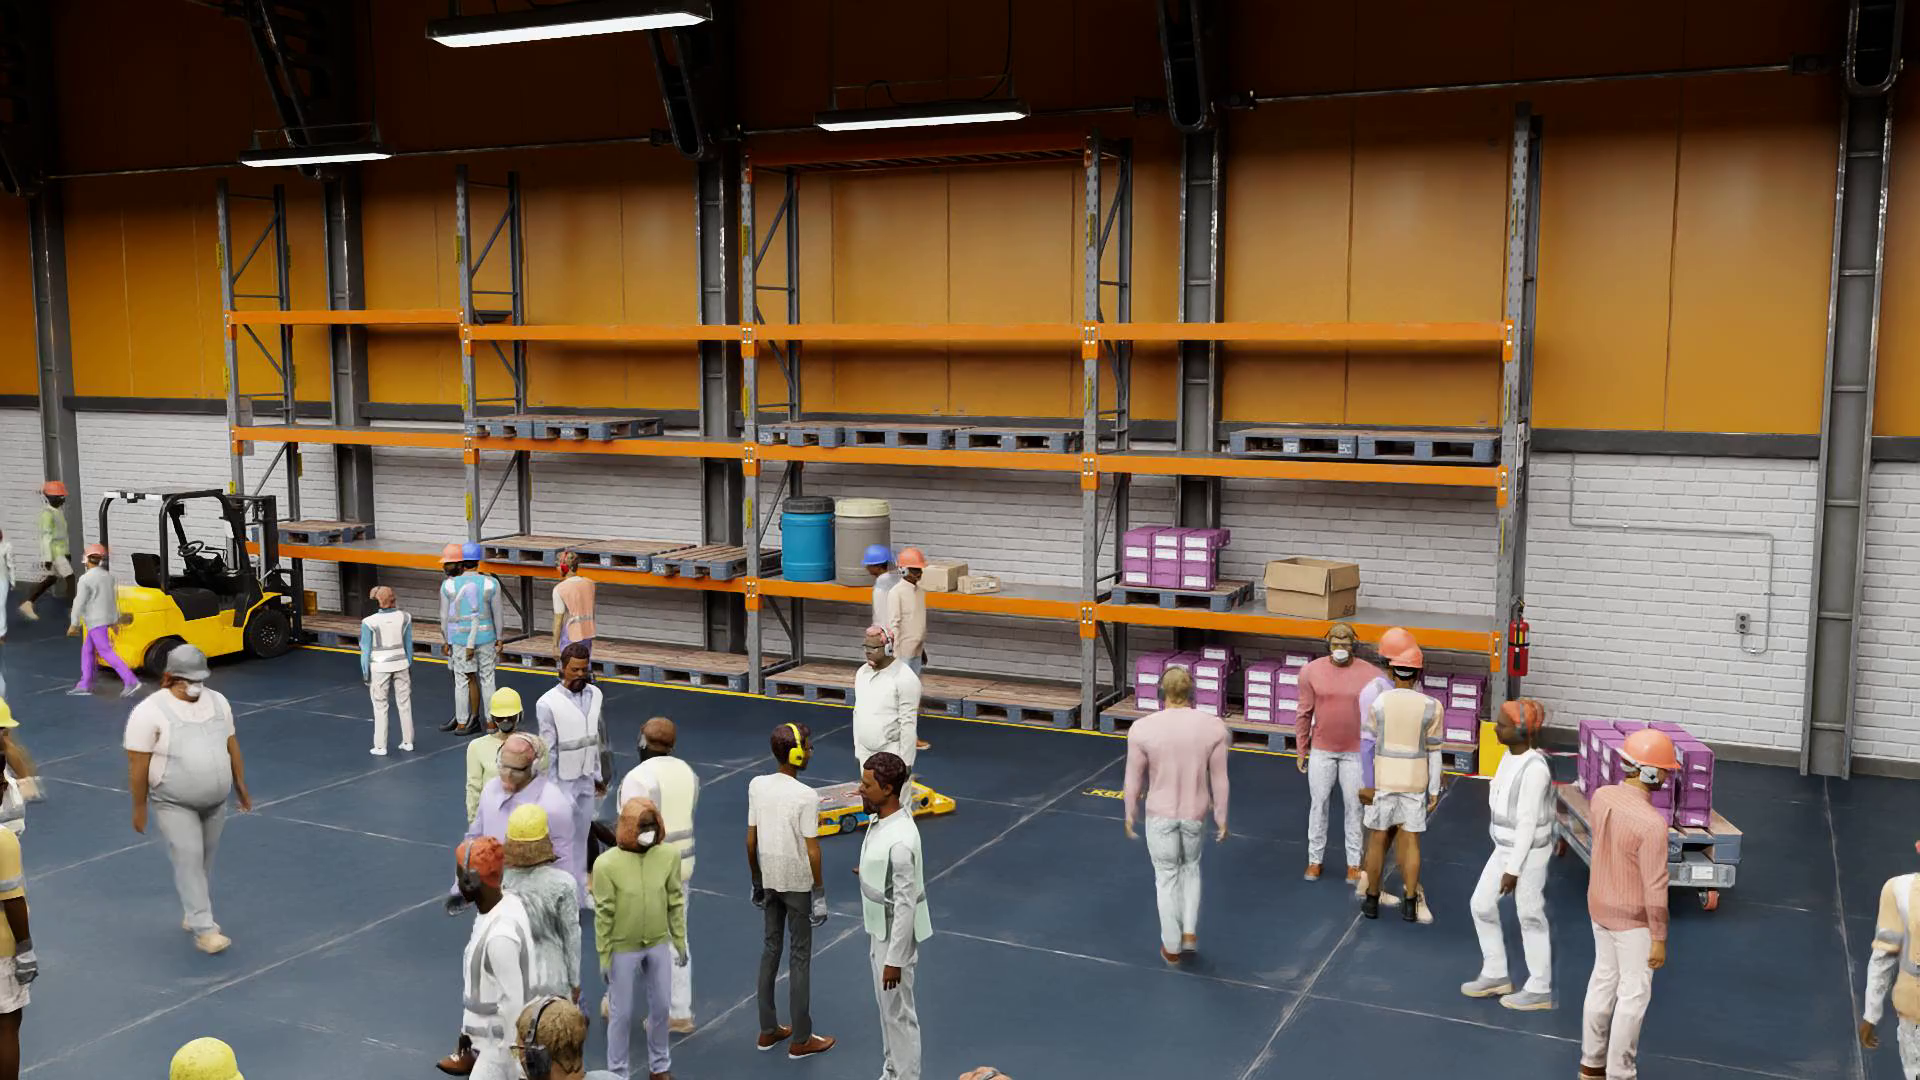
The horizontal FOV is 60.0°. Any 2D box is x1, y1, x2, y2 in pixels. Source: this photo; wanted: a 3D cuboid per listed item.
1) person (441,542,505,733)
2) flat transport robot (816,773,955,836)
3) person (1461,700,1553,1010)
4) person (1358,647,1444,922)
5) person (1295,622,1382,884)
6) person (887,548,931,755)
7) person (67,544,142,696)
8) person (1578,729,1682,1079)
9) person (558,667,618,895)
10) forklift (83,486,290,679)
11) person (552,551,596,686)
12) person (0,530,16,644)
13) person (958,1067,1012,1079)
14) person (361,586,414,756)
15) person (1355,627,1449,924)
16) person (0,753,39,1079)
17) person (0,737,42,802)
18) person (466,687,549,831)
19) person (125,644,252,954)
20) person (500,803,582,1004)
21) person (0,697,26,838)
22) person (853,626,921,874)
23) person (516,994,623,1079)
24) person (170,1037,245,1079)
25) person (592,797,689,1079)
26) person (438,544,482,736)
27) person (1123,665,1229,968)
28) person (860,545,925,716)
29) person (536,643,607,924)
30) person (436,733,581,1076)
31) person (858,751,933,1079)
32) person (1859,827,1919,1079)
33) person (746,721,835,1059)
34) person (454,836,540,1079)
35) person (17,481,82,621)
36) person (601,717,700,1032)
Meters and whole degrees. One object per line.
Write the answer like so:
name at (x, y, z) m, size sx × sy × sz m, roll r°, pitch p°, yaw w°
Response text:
person at (-4.900, 0.990, 16.754) m, size 0.612 × 1.947 × 0.388 m, roll -2°, pitch 7°, yaw -13°
flat transport robot at (-0.812, 2.182, 13.781) m, size 1.431 × 0.197 × 0.652 m, roll -5°, pitch 8°, yaw -34°
person at (3.245, 1.866, 9.829) m, size 0.642 × 1.862 × 0.572 m, roll 0°, pitch 7°, yaw -1°
person at (3.014, 1.653, 11.402) m, size 0.548 × 1.923 × 0.391 m, roll 1°, pitch 7°, yaw 10°
person at (2.780, 1.550, 12.201) m, size 0.638 × 1.933 × 0.364 m, roll 2°, pitch 7°, yaw 15°
person at (-0.485, 1.062, 15.968) m, size 0.394 × 1.994 × 0.612 m, roll 3°, pitch 8°, yaw 26°
person at (-9.554, 0.901, 18.530) m, size 0.850 × 1.696 × 0.576 m, roll 0°, pitch 7°, yaw -3°
person at (3.501, 1.953, 8.673) m, size 0.410 × 1.981 × 0.629 m, roll -1°, pitch 7°, yaw -9°
person at (-2.630, 1.706, 11.932) m, size 0.446 × 1.672 × 0.561 m, roll -2°, pitch 7°, yaw -14°
forklift at (-9.426, 0.454, 20.179) m, size 1.214 × 2.155 × 2.313 m, roll 3°, pitch 8°, yaw 26°
person at (-3.908, 1.029, 16.903) m, size 0.382 × 1.837 × 0.565 m, roll 4°, pitch 8°, yaw 30°
person at (-12.716, 0.531, 21.916) m, size 0.508 × 1.615 × 0.684 m, roll -3°, pitch 7°, yaw -21°
person at (0.131, 2.518, 5.411) m, size 0.315 × 1.636 × 0.514 m, roll 3°, pitch 8°, yaw 25°
person at (-5.474, 1.250, 15.919) m, size 0.519 × 1.633 × 0.314 m, roll -6°, pitch 9°, yaw -41°
person at (3.050, 1.590, 11.496) m, size 0.646 × 2.020 × 0.657 m, roll 7°, pitch 10°, yaw 44°
person at (-4.863, 2.001, 8.331) m, size 0.604 × 1.966 × 0.367 m, roll 3°, pitch 8°, yaw 23°
person at (-8.326, 1.308, 13.960) m, size 1.048 × 1.976 × 0.641 m, roll -3°, pitch 7°, yaw -20°
person at (-2.897, 1.815, 10.692) m, size 0.524 × 1.769 × 0.308 m, roll -2°, pitch 7°, yaw -18°
person at (-4.994, 1.651, 10.916) m, size 0.655 × 2.000 × 0.713 m, roll 4°, pitch 8°, yaw 29°
person at (-2.084, 2.139, 8.103) m, size 0.484 × 1.744 × 0.295 m, roll -1°, pitch 7°, yaw -9°
person at (-5.938, 1.852, 10.179) m, size 0.403 × 1.819 × 0.602 m, roll -4°, pitch 8°, yaw -29°
person at (-0.574, 1.566, 12.226) m, size 0.635 × 1.900 × 0.398 m, roll 7°, pitch 10°, yaw 44°
person at (-1.247, 2.390, 5.289) m, size 0.382 × 1.928 × 0.635 m, roll 2°, pitch 7°, yaw 16°
person at (-2.433, 2.462, 5.436) m, size 0.312 × 1.743 × 0.493 m, roll 3°, pitch 7°, yaw 22°
person at (-1.667, 2.128, 8.666) m, size 0.502 × 1.630 × 0.279 m, roll -5°, pitch 8°, yaw -34°
person at (-5.041, 0.998, 16.729) m, size 0.542 × 1.939 × 0.363 m, roll 7°, pitch 10°, yaw 44°
person at (1.363, 1.745, 10.604) m, size 0.658 × 1.923 × 0.472 m, roll -1°, pitch 7°, yaw -6°
person at (-0.716, 0.996, 16.834) m, size 0.566 × 1.917 × 0.628 m, roll 2°, pitch 7°, yaw 14°
person at (-2.668, 1.650, 11.436) m, size 0.398 × 1.916 × 0.590 m, roll 3°, pitch 8°, yaw 27°
person at (-2.463, 1.964, 9.123) m, size 0.664 × 1.836 × 1.020 m, roll 6°, pitch 9°, yaw 43°
person at (-0.345, 2.012, 8.435) m, size 0.392 × 1.920 × 0.587 m, roll -1°, pitch 7°, yaw -12°
person at (4.315, 2.139, 7.392) m, size 0.731 × 1.909 × 0.561 m, roll -6°, pitch 9°, yaw -42°
person at (-0.956, 1.937, 9.271) m, size 0.534 × 1.864 × 0.310 m, roll 5°, pitch 8°, yaw 34°
person at (-1.945, 2.189, 7.313) m, size 0.945 × 1.847 × 0.571 m, roll -2°, pitch 7°, yaw -14°
person at (-12.791, 0.163, 23.399) m, size 0.992 × 2.007 × 0.624 m, roll -2°, pitch 7°, yaw -18°
person at (-1.809, 1.933, 9.636) m, size 0.694 × 1.796 × 0.692 m, roll 5°, pitch 9°, yaw 36°
